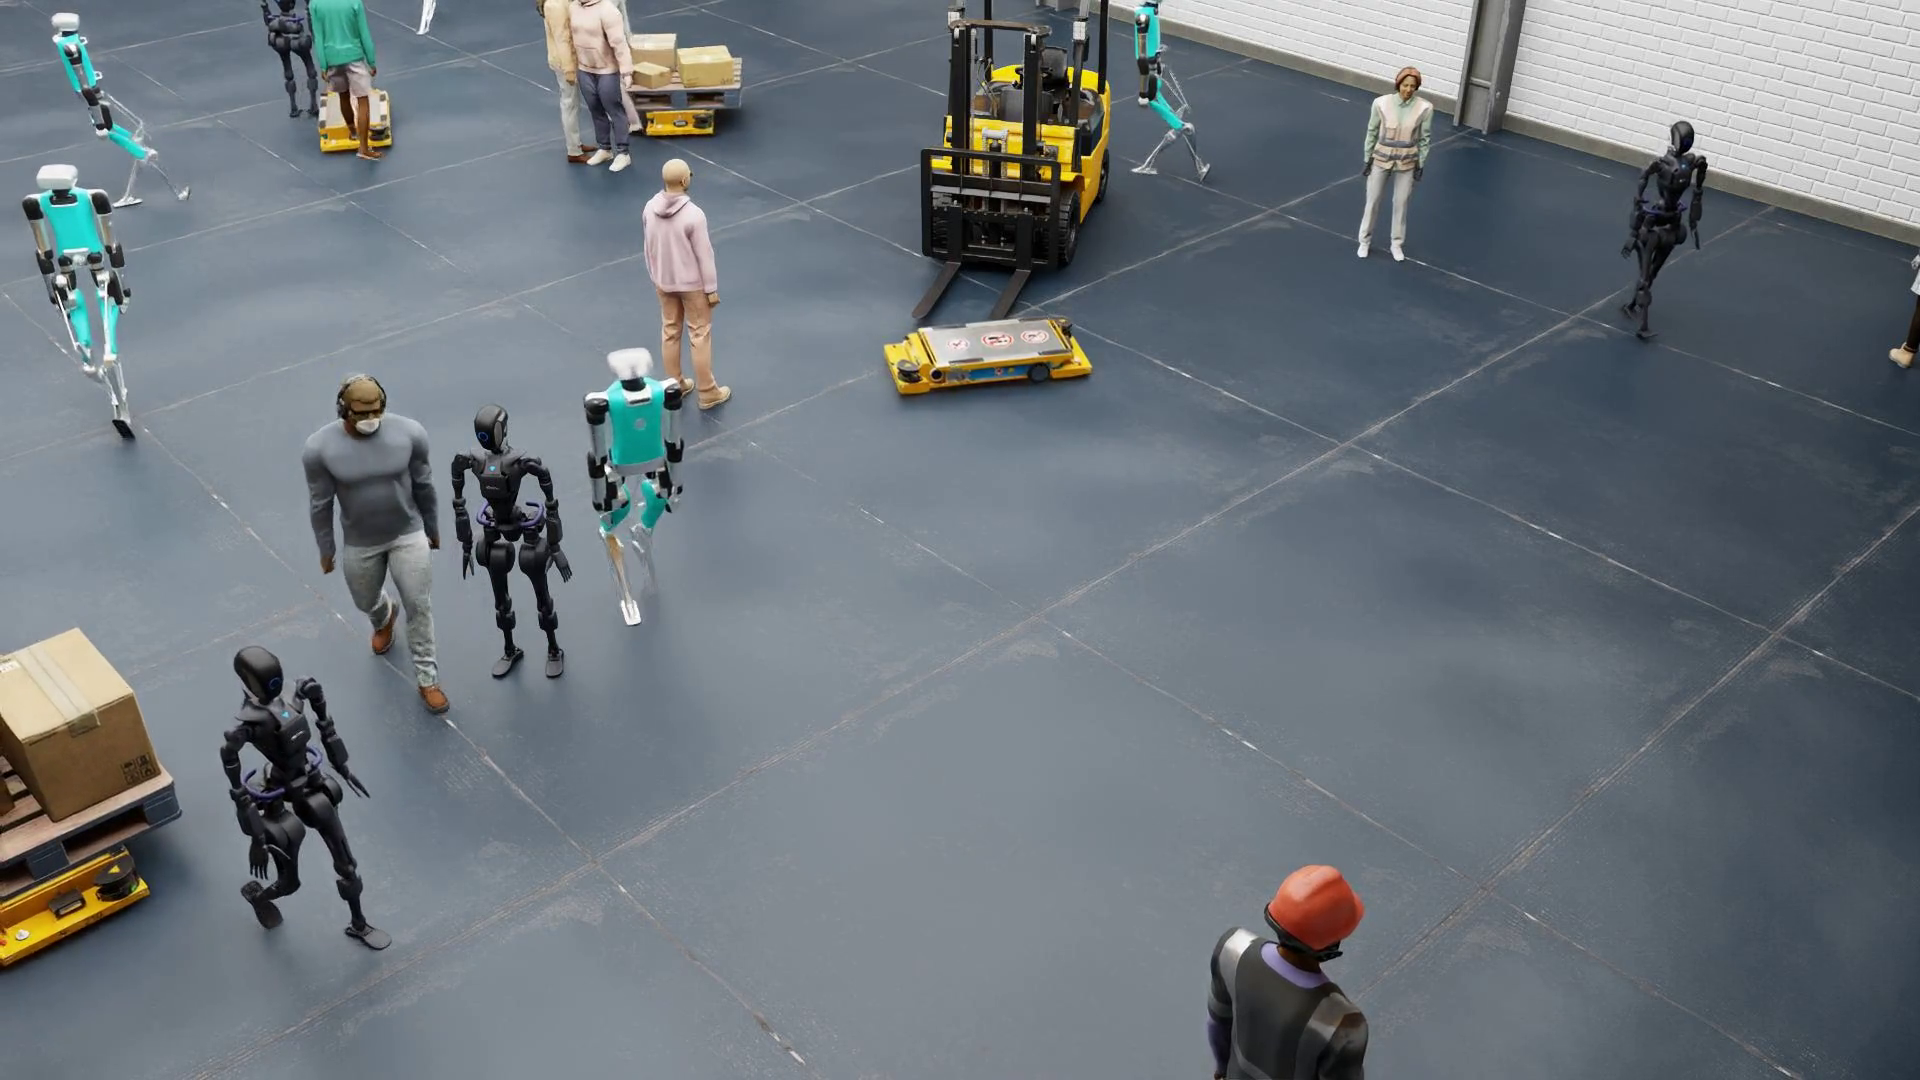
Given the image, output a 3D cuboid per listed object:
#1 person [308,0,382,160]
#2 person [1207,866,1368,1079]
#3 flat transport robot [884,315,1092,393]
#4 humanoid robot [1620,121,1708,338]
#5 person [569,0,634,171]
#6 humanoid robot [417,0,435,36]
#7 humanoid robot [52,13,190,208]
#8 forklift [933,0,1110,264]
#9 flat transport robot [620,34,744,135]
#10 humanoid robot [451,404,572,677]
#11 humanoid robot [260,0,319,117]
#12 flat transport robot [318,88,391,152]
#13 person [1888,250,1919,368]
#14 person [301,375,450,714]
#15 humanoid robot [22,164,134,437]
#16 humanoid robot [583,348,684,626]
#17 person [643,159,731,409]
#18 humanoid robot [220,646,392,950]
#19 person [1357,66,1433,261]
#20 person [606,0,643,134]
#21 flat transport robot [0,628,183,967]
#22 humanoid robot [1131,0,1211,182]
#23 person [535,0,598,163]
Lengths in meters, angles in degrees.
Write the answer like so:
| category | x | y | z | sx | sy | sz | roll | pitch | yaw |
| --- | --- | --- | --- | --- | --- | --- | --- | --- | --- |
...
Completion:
| category | x | y | z | sx | sy | sz | roll | pitch | yaw |
| --- | --- | --- | --- | --- | --- | --- | --- | --- | --- |
| person | -5.809 | -4.535 | 15.734 | 0.522 | 1.812 | 0.806 | -5 | 33 | -8 |
| person | 1.099 | 1.887 | 5.648 | 0.377 | 2.045 | 0.604 | -26 | 41 | -34 |
| flat transport robot | 0.198 | -1.370 | 12.279 | 1.431 | 0.231 | 0.659 | -7 | 34 | -10 |
| humanoid robot | 5.314 | -2.332 | 12.497 | 0.602 | 1.632 | 0.735 | -6 | 34 | -10 |
| person | -3.349 | -4.393 | 15.475 | 0.818 | 1.855 | 0.434 | 17 | 37 | 24 |
| humanoid robot | -6.320 | -6.878 | 19.421 | 0.530 | 1.769 | 0.980 | 2 | 33 | 2 |
| humanoid robot | -7.317 | -3.746 | 14.656 | 0.845 | 1.847 | 0.560 | -18 | 37 | -25 |
| forklift | 0.570 | -3.725 | 14.138 | 1.214 | 2.155 | 2.313 | 9 | 34 | 13 |
| flat transport robot | -2.824 | -4.459 | 17.027 | 0.659 | 0.231 | 1.431 | -2 | 33 | -4 |
| humanoid robot | -2.370 | 0.017 | 8.843 | 0.599 | 1.657 | 0.315 | 2 | 33 | 3 |
| humanoid robot | -6.749 | -5.099 | 16.720 | 0.595 | 1.650 | 0.349 | 7 | 34 | 10 |
| flat transport robot | -6.063 | -4.228 | 16.672 | 0.659 | 0.231 | 1.431 | -9 | 34 | -14 |
| person | 7.154 | -2.027 | 11.977 | 0.531 | 1.697 | 0.320 | 4 | 33 | 6 |
| person | -3.043 | -0.047 | 8.749 | 0.645 | 1.910 | 0.817 | -12 | 35 | -17 |
| humanoid robot | -5.902 | -1.554 | 11.230 | 0.547 | 1.784 | 0.951 | -10 | 34 | -15 |
| humanoid robot | -1.855 | -0.305 | 9.377 | 0.549 | 1.862 | 0.772 | -15 | 36 | -22 |
| person | -1.915 | -1.752 | 11.476 | 0.535 | 1.781 | 0.401 | 15 | 36 | 22 |
| humanoid robot | -2.924 | 1.101 | 7.214 | 0.701 | 1.638 | 0.608 | 16 | 36 | 23 |
| person | 3.567 | -3.086 | 13.668 | 0.514 | 1.633 | 0.316 | 7 | 34 | 10 |
| person | -3.450 | -4.876 | 16.330 | 0.785 | 1.720 | 0.521 | 19 | 38 | 27 |
| flat transport robot | -4.500 | 1.435 | 7.968 | 0.659 | 0.231 | 1.431 | -28 | 42 | -36 |
| humanoid robot | 2.000 | -4.128 | 15.211 | 0.897 | 1.809 | 0.548 | 9 | 34 | 13 |
| person | -3.704 | -4.494 | 15.609 | 0.412 | 1.872 | 0.567 | -7 | 34 | -10 |
